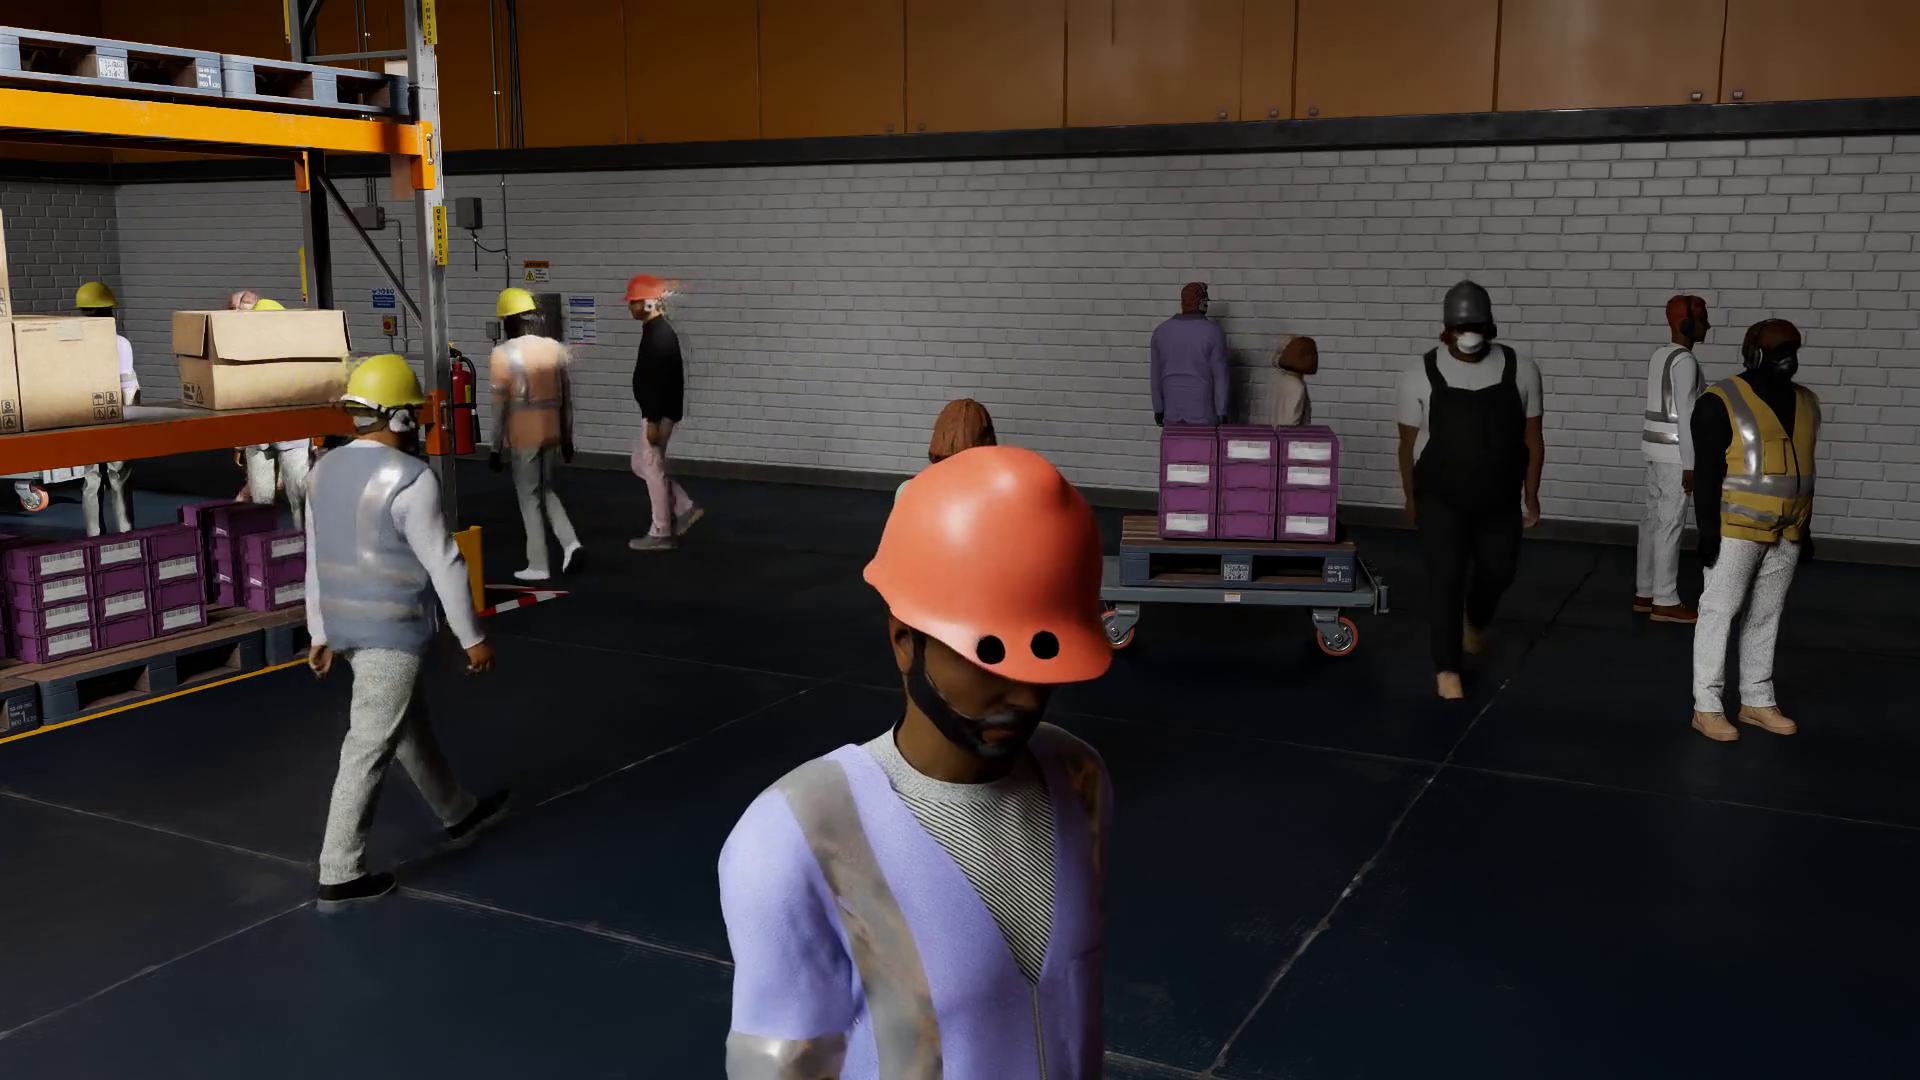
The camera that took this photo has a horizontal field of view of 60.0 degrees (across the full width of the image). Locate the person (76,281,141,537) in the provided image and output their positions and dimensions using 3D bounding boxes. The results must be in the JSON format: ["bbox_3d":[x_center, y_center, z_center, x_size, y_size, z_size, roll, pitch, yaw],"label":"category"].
[{"bbox_3d":[-5.853,-0.797,11.407,0.587,1.930,0.356,3,10,15],"label":"person"}]

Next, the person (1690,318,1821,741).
[{"bbox_3d":[3.502,-0.044,7.307,0.627,1.845,0.429,-3,10,-18],"label":"person"}]

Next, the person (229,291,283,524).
[{"bbox_3d":[-4.911,-0.785,11.535,0.555,1.870,0.690,-4,11,-24],"label":"person"}]

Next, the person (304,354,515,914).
[{"bbox_3d":[-1.841,0.282,5.563,0.605,1.784,0.904,8,13,39],"label":"person"}]

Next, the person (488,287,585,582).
[{"bbox_3d":[-2.758,-0.666,10.718,0.508,1.907,0.599,6,12,32],"label":"person"}]

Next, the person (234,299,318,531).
[{"bbox_3d":[-4.449,-0.647,10.840,0.589,1.827,0.404,-1,10,-3],"label":"person"}]

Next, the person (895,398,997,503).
[{"bbox_3d":[0.003,0.319,5.840,0.497,1.626,0.287,4,10,20],"label":"person"}]

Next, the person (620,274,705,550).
[{"bbox_3d":[-2.169,-0.909,11.898,0.467,1.977,0.635,-2,10,-9],"label":"person"}]

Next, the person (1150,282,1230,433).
[{"bbox_3d":[1.784,-1.020,12.767,0.652,1.906,0.405,7,12,36],"label":"person"}]

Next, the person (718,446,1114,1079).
[{"bbox_3d":[0.006,0.850,1.880,0.542,1.928,0.374,-9,14,-43],"label":"person"}]

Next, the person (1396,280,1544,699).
[{"bbox_3d":[2.479,-0.293,8.169,0.687,2.000,0.800,1,10,7],"label":"person"}]

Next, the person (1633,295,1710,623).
[{"bbox_3d":[4.149,-0.470,9.656,0.355,1.883,0.574,1,10,4],"label":"person"}]

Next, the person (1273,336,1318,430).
[{"bbox_3d":[2.195,-0.543,10.936,0.873,1.580,0.517,0,10,-1],"label":"person"}]
